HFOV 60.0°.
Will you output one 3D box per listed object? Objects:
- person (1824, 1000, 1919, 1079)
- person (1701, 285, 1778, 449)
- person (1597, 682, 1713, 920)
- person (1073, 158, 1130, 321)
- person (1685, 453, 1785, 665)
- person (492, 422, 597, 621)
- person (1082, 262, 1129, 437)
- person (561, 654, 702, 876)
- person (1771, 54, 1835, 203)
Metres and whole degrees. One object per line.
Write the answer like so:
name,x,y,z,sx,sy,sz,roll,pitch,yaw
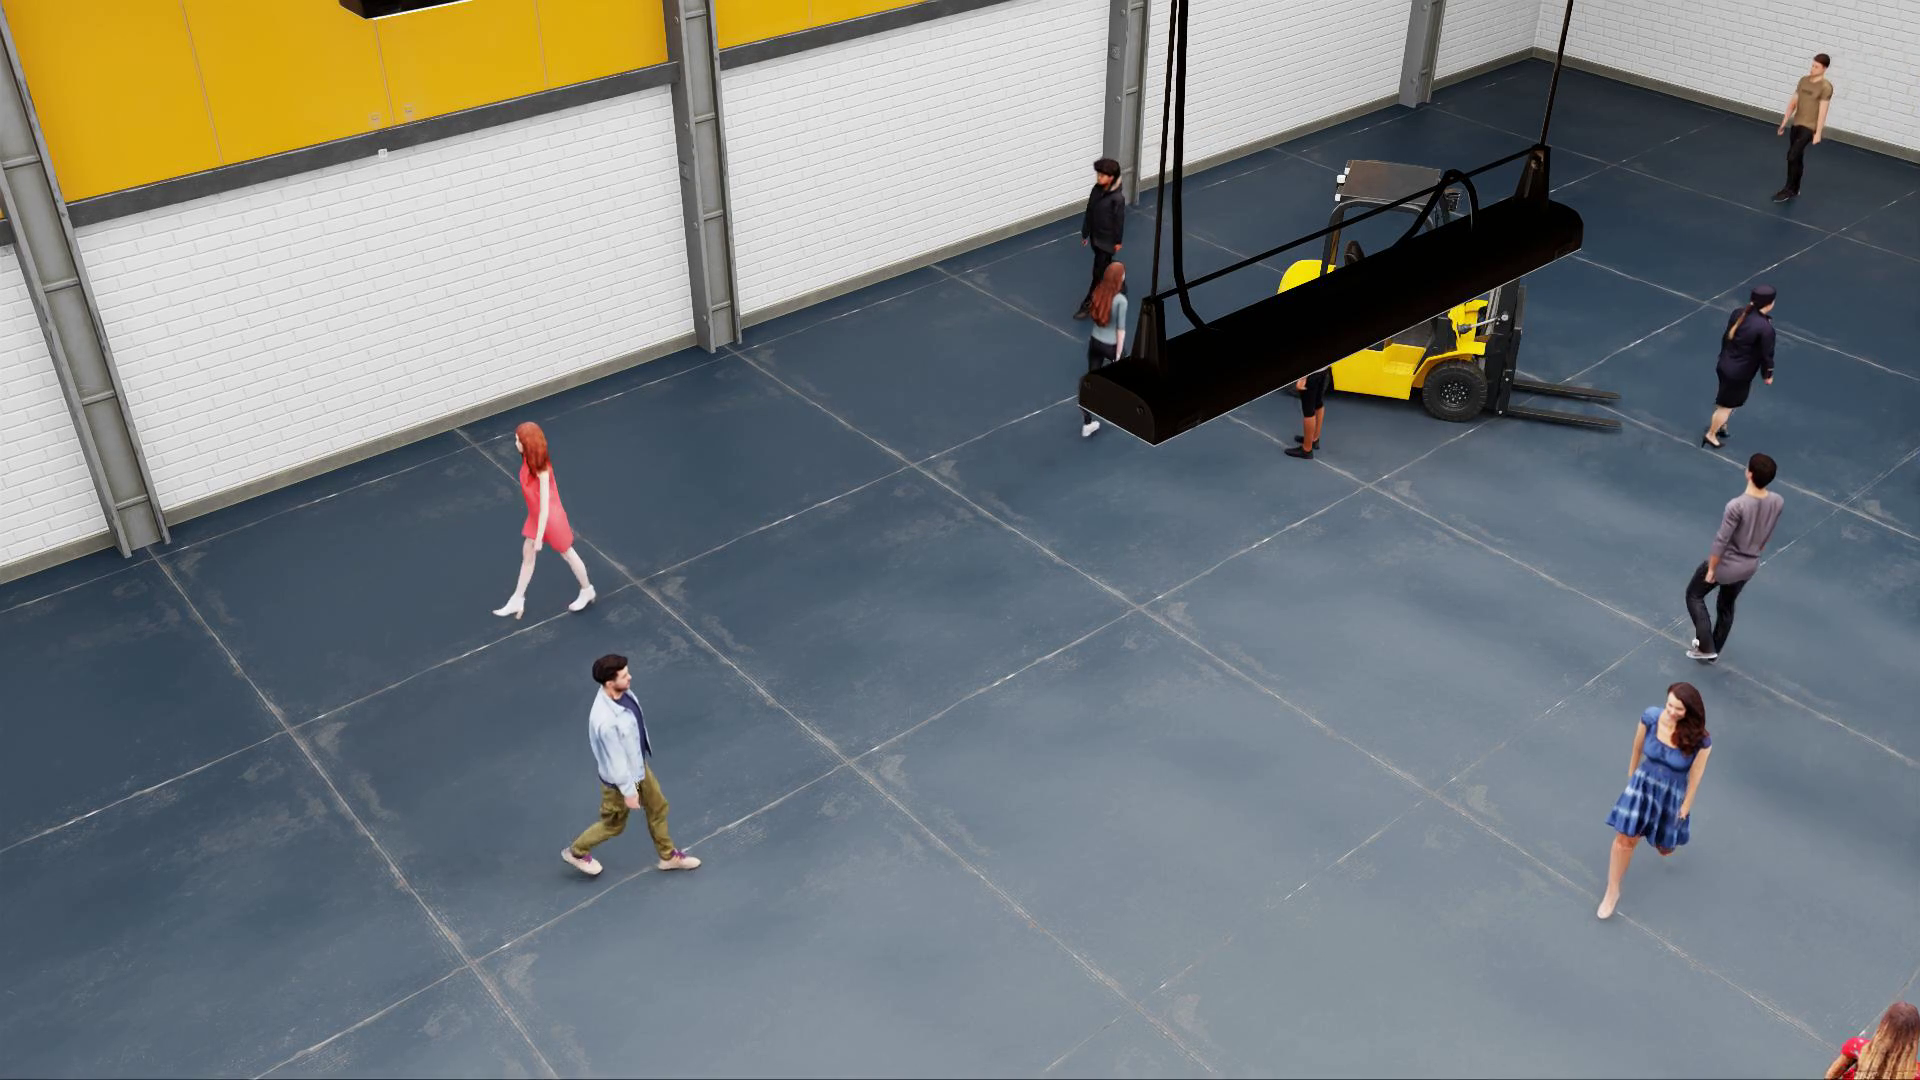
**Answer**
person,4.654,3.043,8.644,0.717,1.564,0.968,23,40,30
person,7.194,-1.573,15.503,0.845,1.659,0.829,-6,34,-8
person,4.461,1.628,10.575,0.751,1.784,1.062,27,42,34
person,1.613,-3.294,18.014,1.100,1.746,0.633,-24,40,-31
person,5.931,0.215,12.650,0.768,1.839,0.868,-8,34,-11
person,-3.184,-0.152,13.246,1.105,1.792,0.752,-17,37,-24
person,1.336,-1.778,15.778,0.700,1.695,1.142,26,41,33
person,-2.254,1.518,10.745,1.196,1.778,1.146,3,34,5
person,10.592,-5.136,20.707,0.916,1.833,0.828,-8,34,-12
